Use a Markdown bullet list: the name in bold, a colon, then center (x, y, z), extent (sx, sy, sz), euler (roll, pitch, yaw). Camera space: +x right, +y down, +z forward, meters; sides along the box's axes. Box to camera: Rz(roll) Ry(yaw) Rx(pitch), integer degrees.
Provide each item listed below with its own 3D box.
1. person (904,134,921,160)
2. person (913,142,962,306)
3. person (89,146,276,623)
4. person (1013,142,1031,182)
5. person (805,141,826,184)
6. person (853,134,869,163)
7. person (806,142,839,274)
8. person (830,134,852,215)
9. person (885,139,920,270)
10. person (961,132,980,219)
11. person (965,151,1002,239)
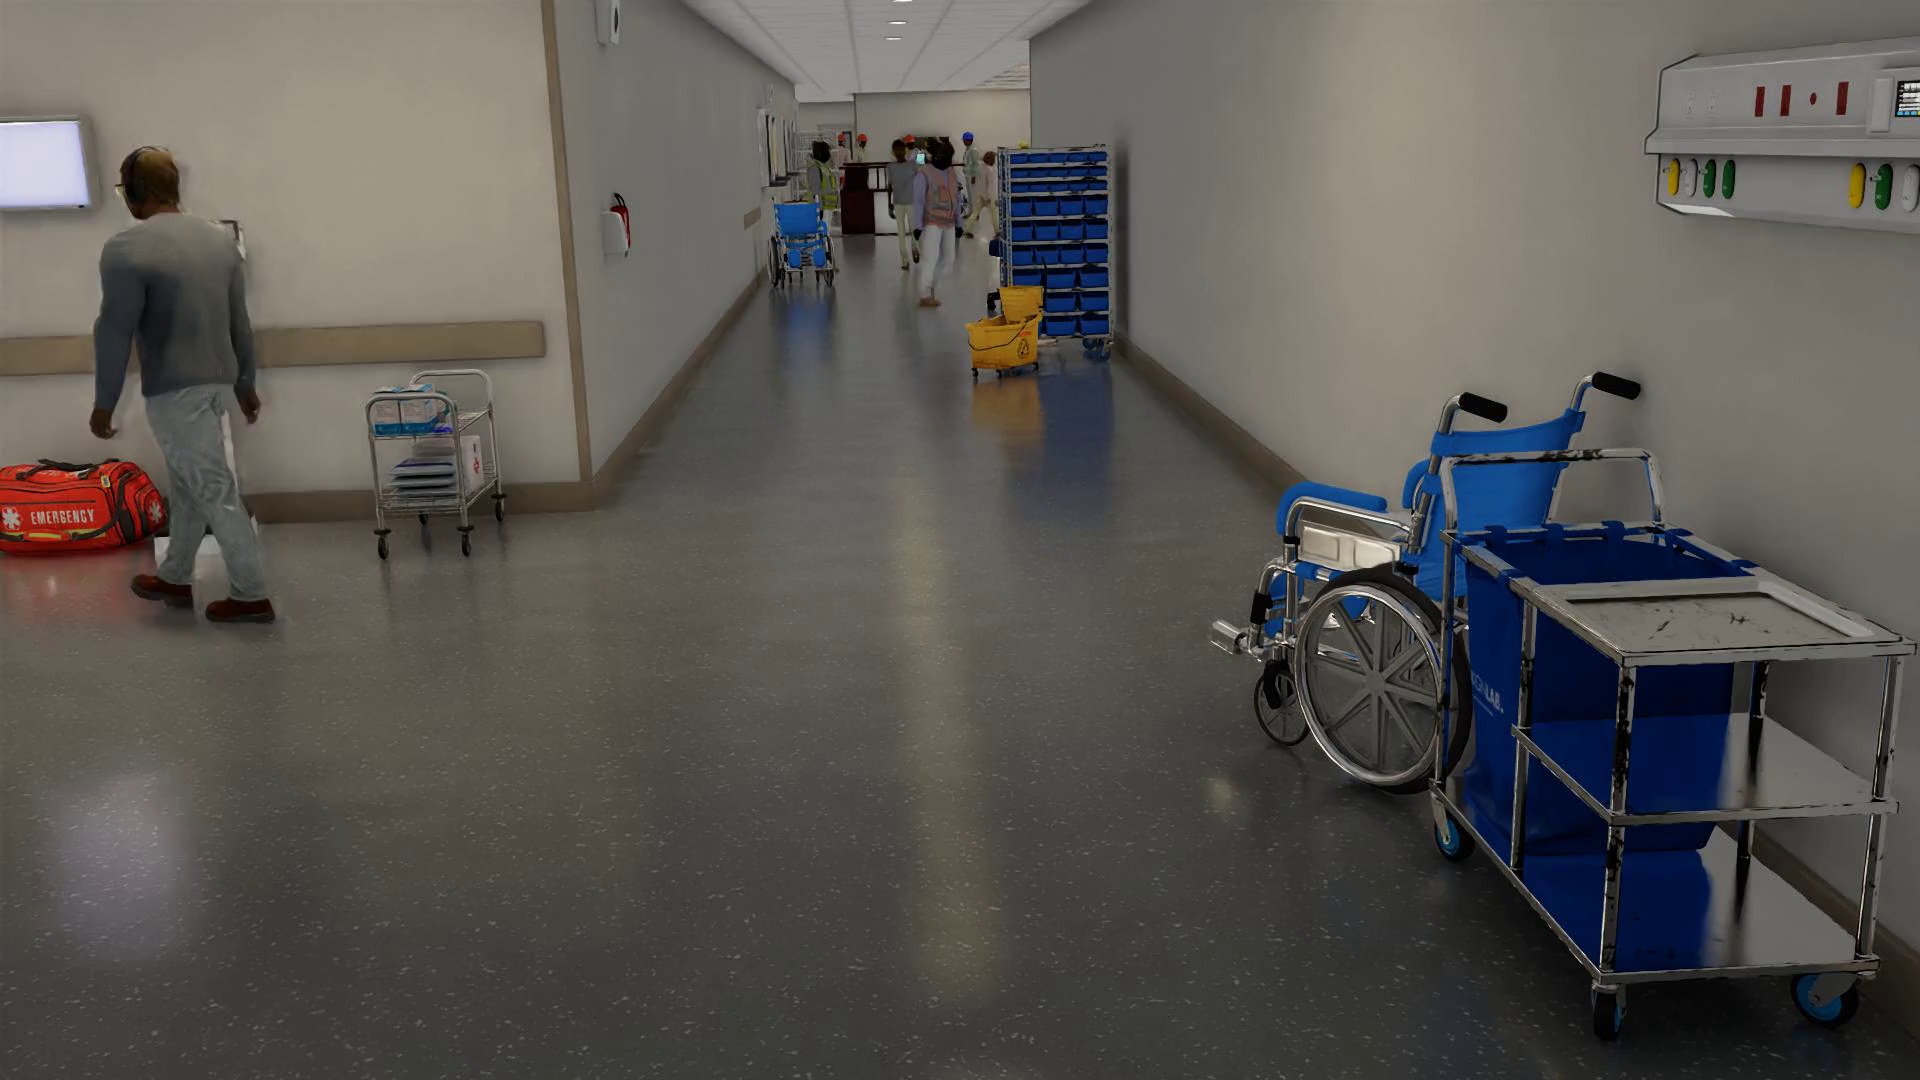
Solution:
- **person**: center (-1.191, -8.926, 40.653), extent (0.549, 1.929, 0.387), euler (6, 16, 28)
- **person**: center (-0.306, -3.556, 18.730), extent (0.573, 1.806, 0.678), euler (10, 18, 40)
- **person**: center (-3.222, -0.598, 6.697), extent (0.904, 1.902, 0.653), euler (2, 14, 16)
- **person**: center (1.274, -6.929, 32.593), extent (0.525, 1.726, 0.916), euler (-2, 14, 0)
- **person**: center (-3.467, -8.693, 40.162), extent (0.512, 1.837, 0.360), euler (-3, 14, -5)
- **person**: center (-2.459, -9.255, 42.047), extent (0.415, 1.982, 0.622), euler (7, 16, 30)
- **person**: center (-1.924, -4.684, 23.492), extent (0.429, 1.839, 0.623), euler (0, 14, 6)
- **person**: center (-2.930, -9.041, 41.214), extent (0.610, 1.985, 0.415), euler (5, 15, 24)
- **person**: center (-0.782, -4.812, 23.867), extent (0.537, 1.841, 0.564), euler (-1, 14, 4)
- **person**: center (0.233, -8.258, 37.688), extent (0.403, 1.945, 0.614), euler (-5, 14, -15)
- **person**: center (0.444, -6.273, 30.308), extent (0.845, 1.589, 0.580), euler (-9, 16, -29)
